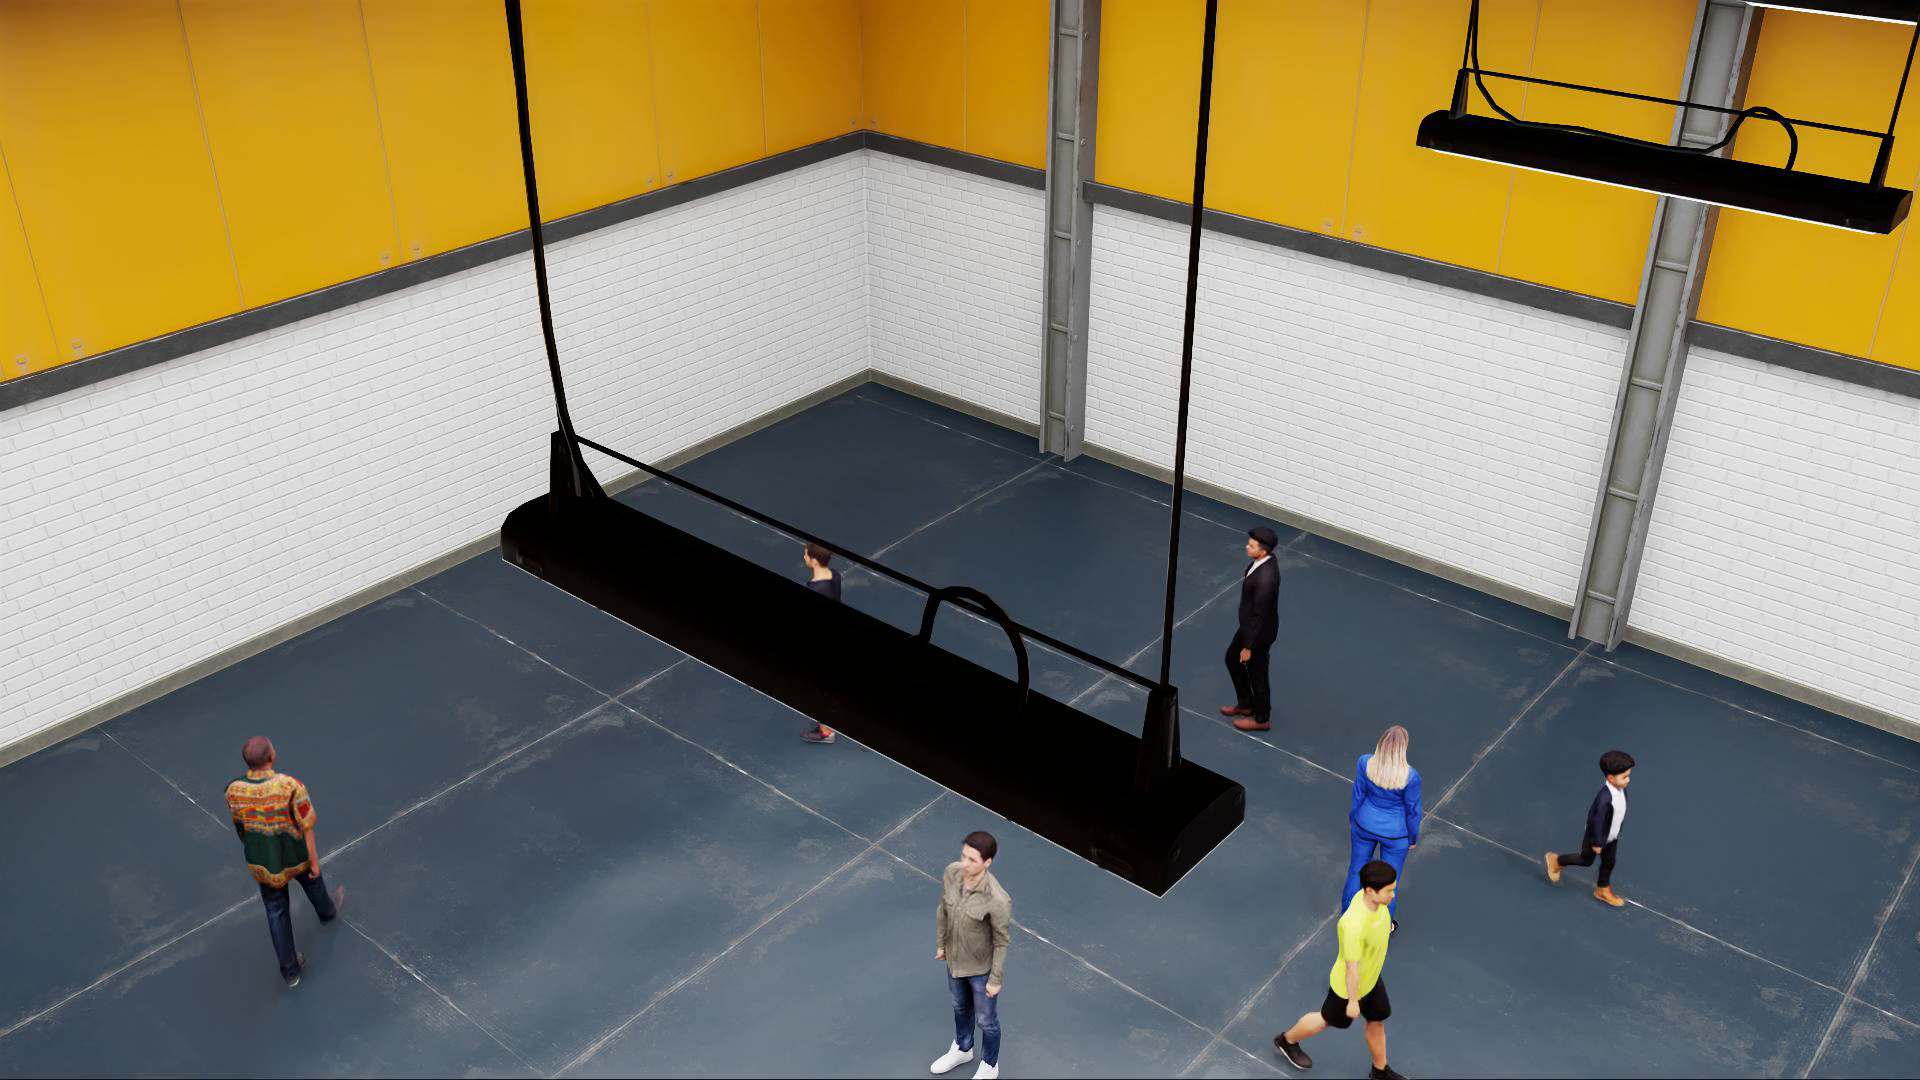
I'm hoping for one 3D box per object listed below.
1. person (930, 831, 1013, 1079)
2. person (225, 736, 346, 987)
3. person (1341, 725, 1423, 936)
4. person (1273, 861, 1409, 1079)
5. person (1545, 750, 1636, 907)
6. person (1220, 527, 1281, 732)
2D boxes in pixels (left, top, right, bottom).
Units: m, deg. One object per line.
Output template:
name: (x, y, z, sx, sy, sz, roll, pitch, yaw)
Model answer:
person: (0.094, 2.512, 9.994, 0.777, 1.867, 0.545, -26, 38, -38)
person: (-4.447, 2.120, 10.814, 1.137, 1.769, 1.181, -2, 29, -4)
person: (2.828, 1.960, 11.179, 0.531, 1.701, 0.715, 16, 33, 27)
person: (2.303, 2.604, 10.030, 1.139, 1.671, 0.759, 16, 33, 27)
person: (4.445, 1.993, 11.630, 0.587, 1.210, 0.831, -22, 36, -35)
person: (2.469, 0.726, 13.270, 0.852, 1.864, 0.842, 4, 29, 8)
